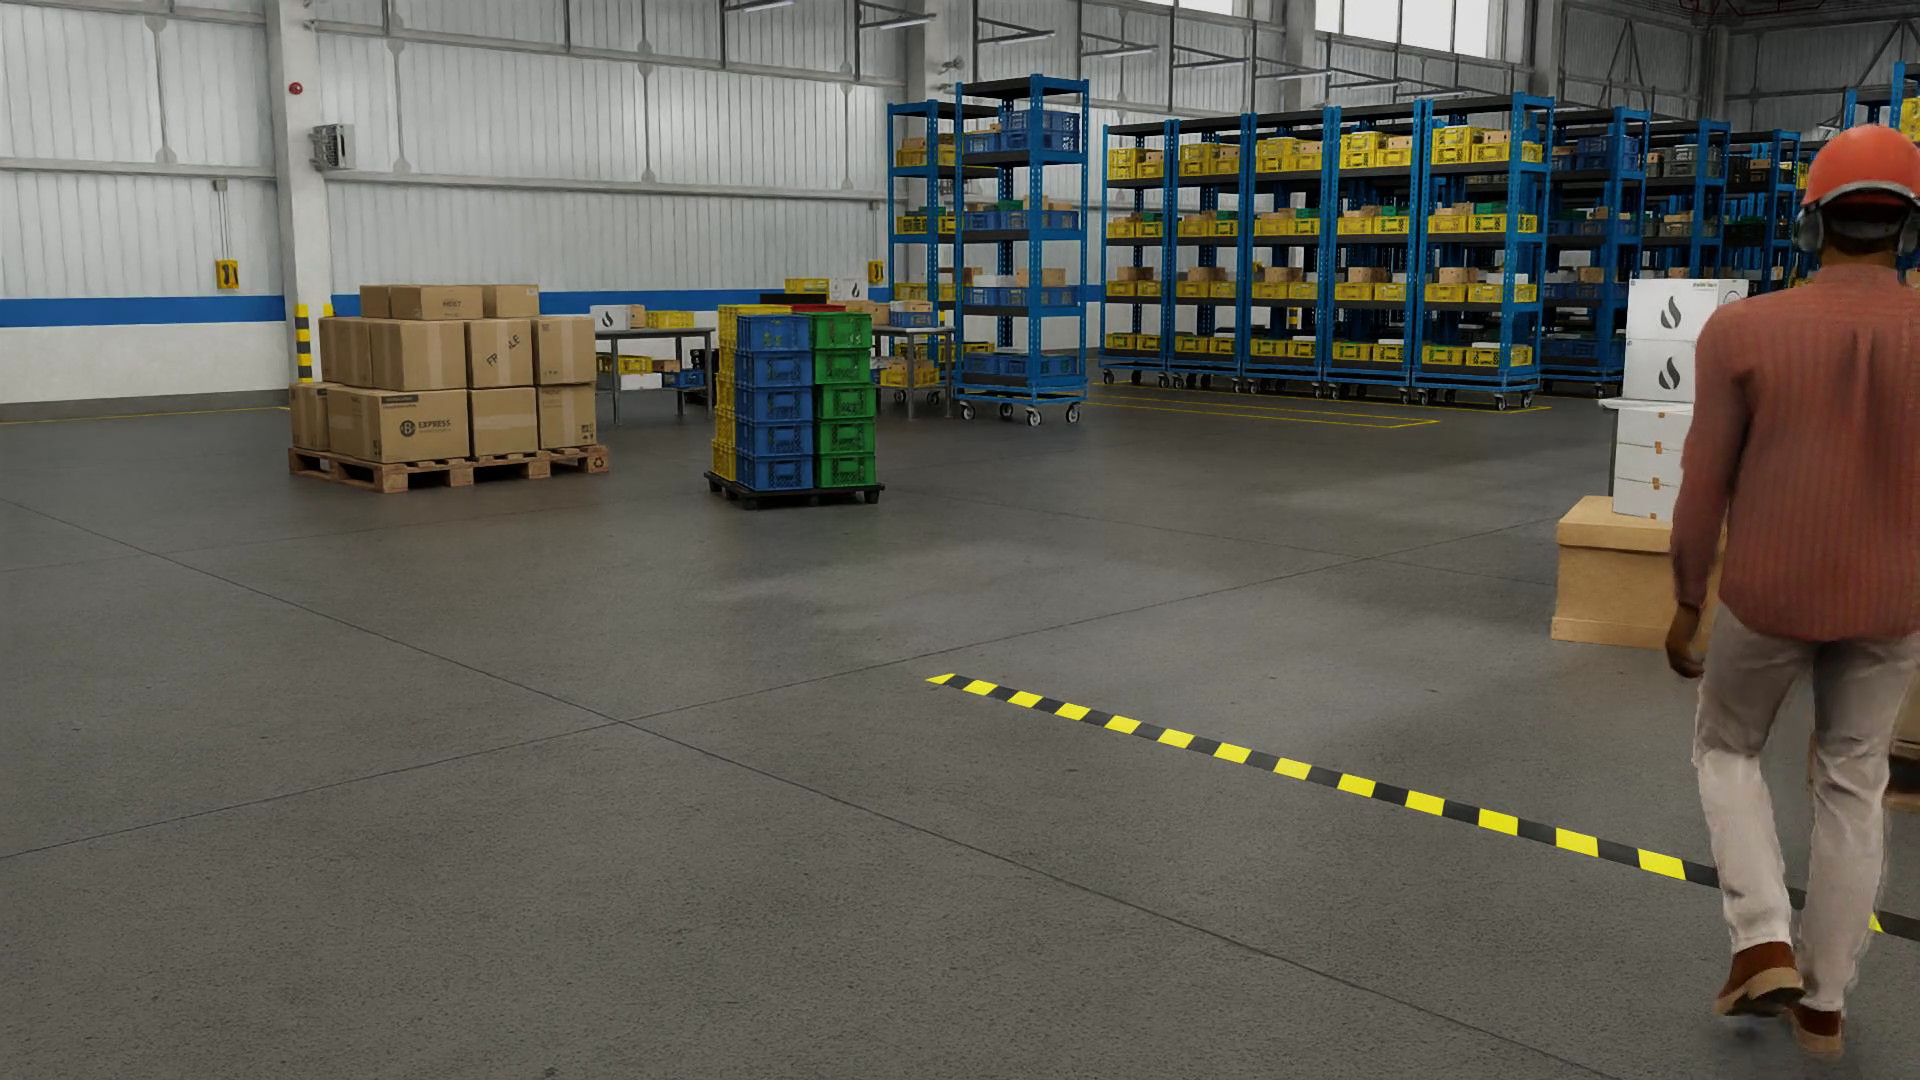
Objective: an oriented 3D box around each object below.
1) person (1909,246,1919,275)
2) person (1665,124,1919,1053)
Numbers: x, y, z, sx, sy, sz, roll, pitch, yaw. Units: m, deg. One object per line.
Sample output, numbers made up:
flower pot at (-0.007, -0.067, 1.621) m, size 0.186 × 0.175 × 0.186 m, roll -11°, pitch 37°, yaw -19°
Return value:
person at (8.195, -1.560, 13.946) m, size 0.924 × 1.916 × 0.616 m, roll 5°, pitch 11°, yaw 30°
person at (1.856, 0.123, 3.569) m, size 0.642 × 1.978 × 0.432 m, roll 2°, pitch 10°, yaw 14°
